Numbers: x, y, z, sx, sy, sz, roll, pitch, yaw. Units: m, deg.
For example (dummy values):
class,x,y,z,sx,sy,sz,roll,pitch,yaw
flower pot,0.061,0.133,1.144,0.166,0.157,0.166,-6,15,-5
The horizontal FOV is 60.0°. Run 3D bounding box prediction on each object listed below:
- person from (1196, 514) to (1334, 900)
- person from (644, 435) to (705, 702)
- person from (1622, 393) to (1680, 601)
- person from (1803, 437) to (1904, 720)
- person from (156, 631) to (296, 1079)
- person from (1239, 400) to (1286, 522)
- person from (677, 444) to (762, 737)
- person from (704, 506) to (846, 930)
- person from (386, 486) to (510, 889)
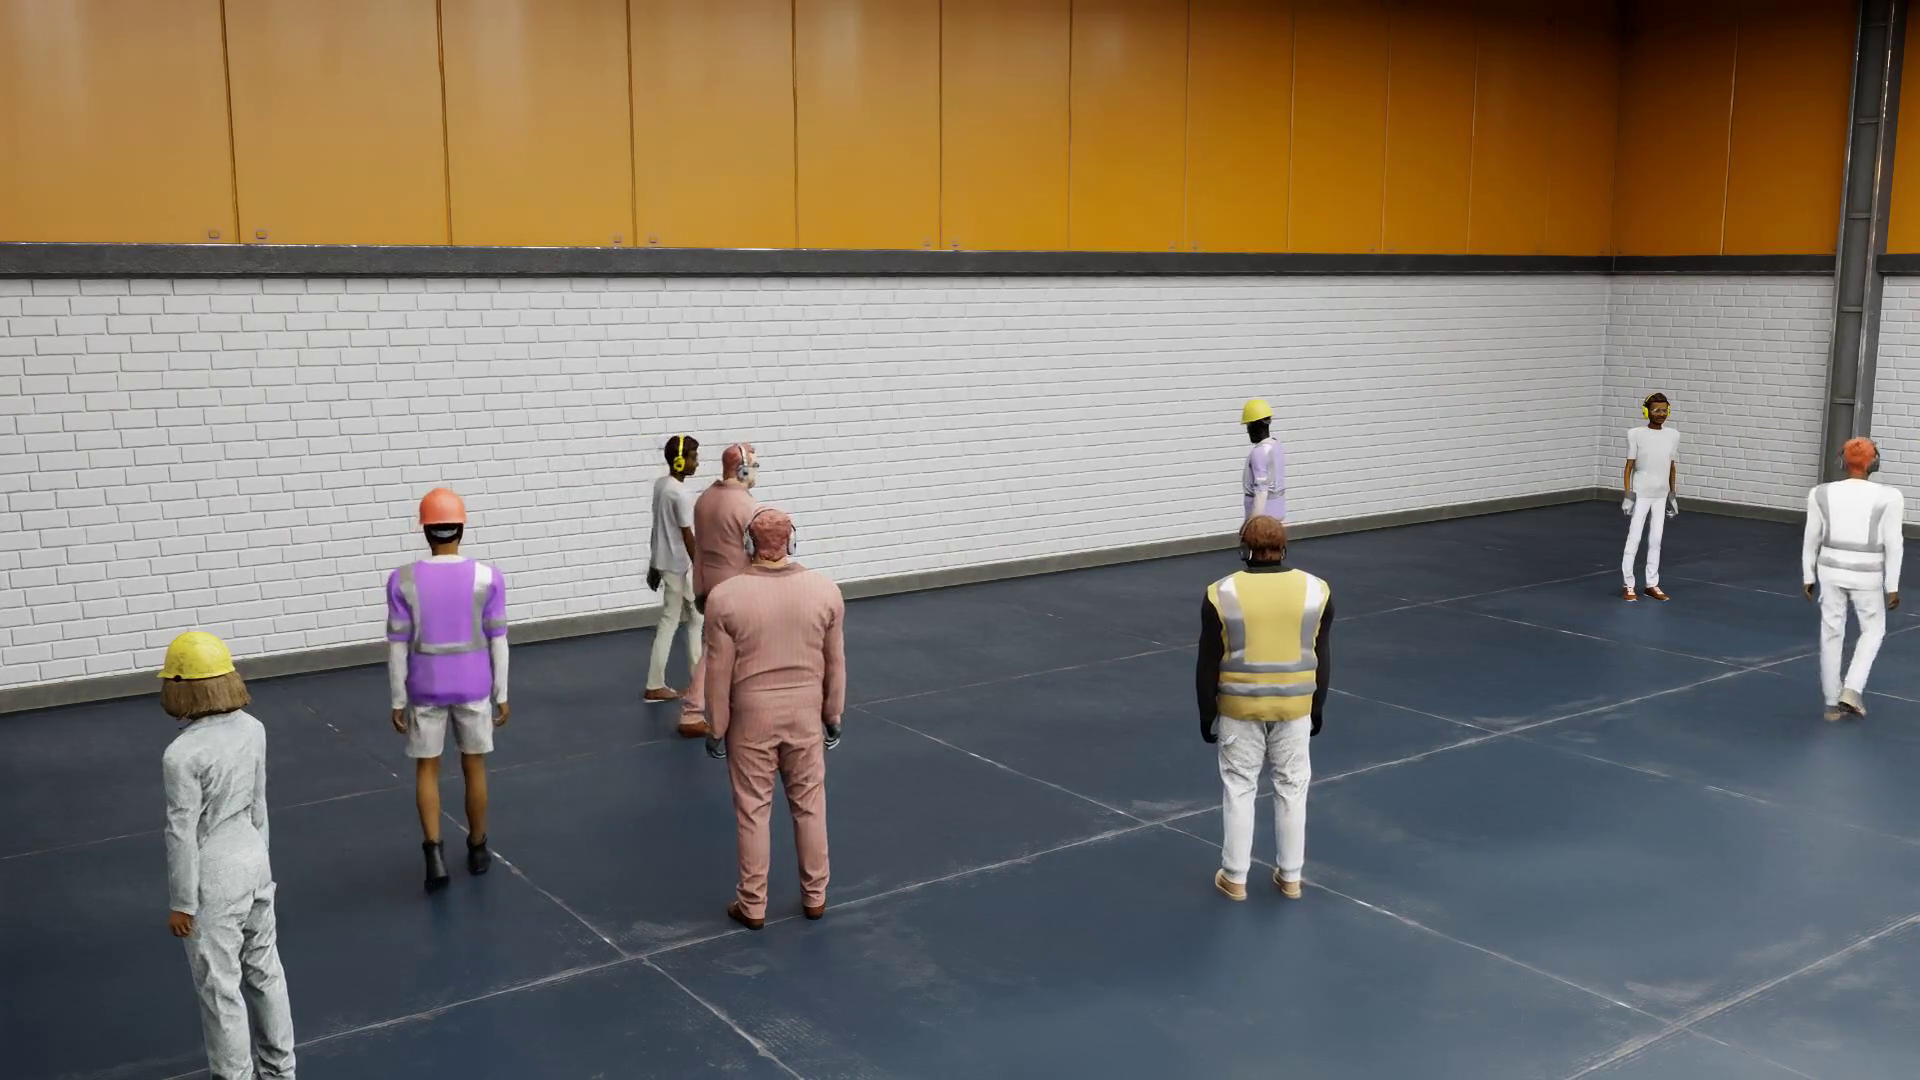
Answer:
class,x,y,z,sx,sy,sz,roll,pitch,yaw
person,1.410,0.789,7.781,0.626,1.832,0.428,0,9,-1
person,-1.843,0.194,11.406,0.783,1.836,0.508,-5,10,-27
person,6.177,-0.382,14.870,0.513,1.872,0.328,-1,9,-7
person,5.837,0.259,10.893,0.602,1.872,0.412,8,12,41
person,-2.557,1.167,5.737,0.333,1.733,0.480,1,9,9
person,2.422,-0.175,13.448,0.395,1.914,0.590,4,10,25
person,-1.405,0.313,10.646,1.054,1.851,0.659,-7,12,-37
person,-0.840,0.795,7.497,0.654,1.905,0.408,-4,10,-22
person,-2.441,0.706,7.977,0.552,1.932,0.496,-2,10,-15
